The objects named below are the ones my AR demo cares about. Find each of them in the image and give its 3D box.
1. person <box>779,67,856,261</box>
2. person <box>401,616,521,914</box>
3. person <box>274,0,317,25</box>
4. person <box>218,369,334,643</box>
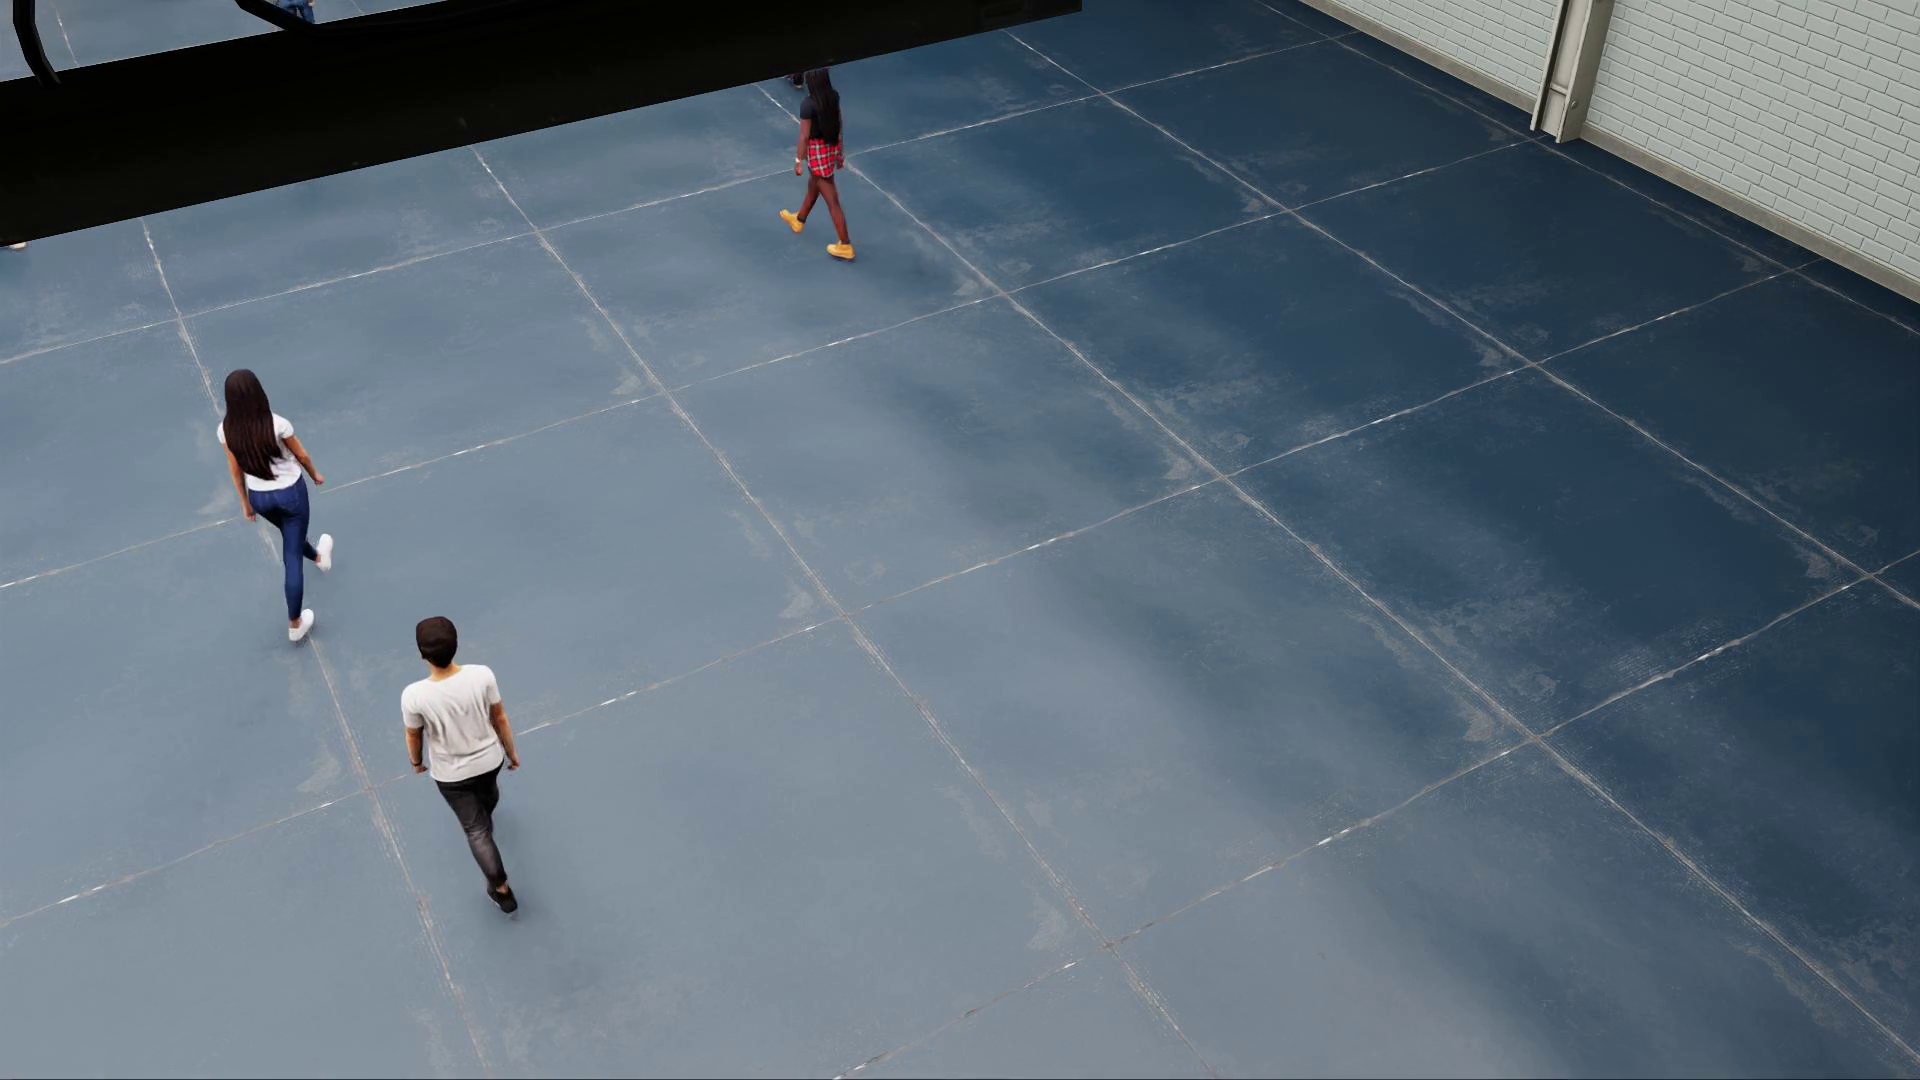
[{"bbox_3d":[-1.062,-3.121,13.796,1.173,1.695,0.959,20,42,23],"label":"person"},{"bbox_3d":[-2.459,1.156,8.346,0.667,1.675,1.106,-21,43,-25],"label":"person"},{"bbox_3d":[-6.857,-5.537,17.077,0.708,1.459,0.818,-8,39,-10],"label":"person"},{"bbox_3d":[-4.113,-0.157,9.989,0.996,1.718,1.199,2,38,2],"label":"person"}]
